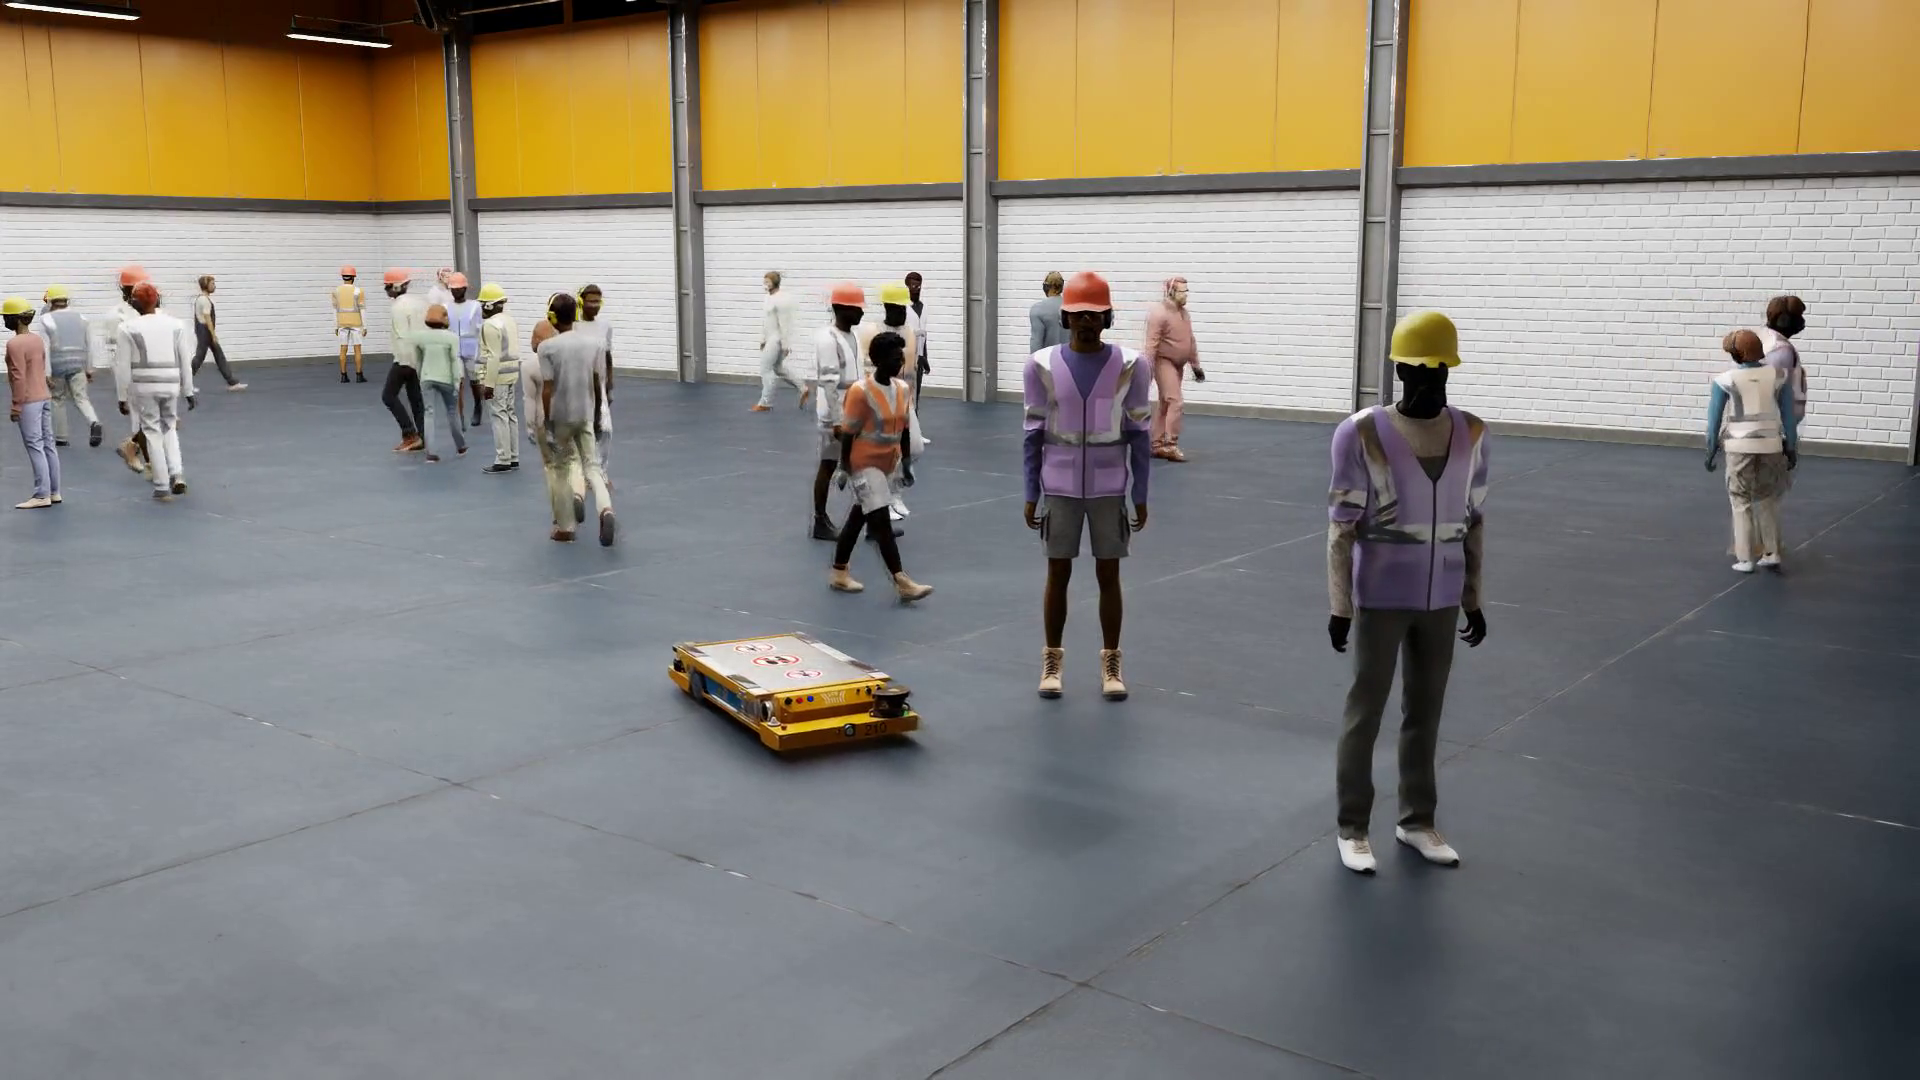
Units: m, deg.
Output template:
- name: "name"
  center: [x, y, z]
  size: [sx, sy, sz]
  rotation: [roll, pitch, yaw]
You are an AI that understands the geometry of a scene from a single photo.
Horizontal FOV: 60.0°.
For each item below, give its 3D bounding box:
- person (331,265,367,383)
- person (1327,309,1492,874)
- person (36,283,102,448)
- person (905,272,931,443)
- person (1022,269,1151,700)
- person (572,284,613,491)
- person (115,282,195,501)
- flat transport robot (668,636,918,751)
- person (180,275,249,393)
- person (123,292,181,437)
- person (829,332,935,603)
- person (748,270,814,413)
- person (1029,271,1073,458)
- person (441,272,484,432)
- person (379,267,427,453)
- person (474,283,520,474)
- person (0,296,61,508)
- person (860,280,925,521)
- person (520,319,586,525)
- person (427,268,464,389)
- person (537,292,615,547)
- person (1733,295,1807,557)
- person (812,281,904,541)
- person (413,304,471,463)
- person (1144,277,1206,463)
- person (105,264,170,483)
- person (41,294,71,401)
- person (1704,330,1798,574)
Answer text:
- name: "person"
  center: [-10.033, -3.548, 27.391]
  size: [0.541, 1.932, 0.382]
  rotation: [-1, 10, -4]
- name: "person"
  center: [1.541, 0.181, 5.682]
  size: [0.594, 1.924, 0.381]
  rotation: [-3, 10, -14]
- name: "person"
  center: [-9.620, -1.867, 17.969]
  size: [0.757, 1.809, 0.599]
  rotation: [7, 12, 35]
- name: "person"
  center: [-0.558, -2.009, 18.472]
  size: [0.389, 1.915, 0.587]
  rotation: [7, 12, 36]
- name: "person"
  center: [0.594, -0.248, 7.861]
  size: [0.607, 2.037, 0.394]
  rotation: [1, 10, 6]
- name: "person"
  center: [-3.315, -1.338, 14.778]
  size: [0.547, 1.842, 0.532]
  rotation: [-5, 11, -27]
- name: "person"
  center: [-6.893, -1.260, 14.227]
  size: [0.421, 1.870, 0.614]
  rotation: [8, 13, 41]
- name: "flat transport robot"
  center: [-0.808, 0.664, 7.682]
  size: [0.652, 0.197, 1.431]
  rotation: [-5, 11, -28]
- name: "person"
  center: [-11.493, -3.135, 25.393]
  size: [0.983, 1.795, 0.534]
  rotation: [-4, 10, -21]
- name: "person"
  center: [-8.943, -1.931, 18.311]
  size: [0.637, 1.820, 0.640]
  rotation: [7, 12, 34]
- name: "person"
  center: [-0.503, -0.448, 10.155]
  size: [0.843, 1.639, 0.531]
  rotation: [6, 11, 30]
- name: "person"
  center: [-2.403, -2.660, 22.290]
  size: [0.890, 1.909, 0.631]
  rotation: [-3, 10, -19]
- name: "person"
  center: [0.974, -1.806, 17.220]
  size: [0.629, 1.939, 0.372]
  rotation: [-6, 11, -31]
- name: "person"
  center: [-5.969, -2.273, 20.033]
  size: [0.549, 1.913, 0.893]
  rotation: [-1, 10, -5]
- name: "person"
  center: [-5.877, -1.890, 17.606]
  size: [0.476, 1.977, 0.641]
  rotation: [0, 10, 0]
- name: "person"
  center: [-4.462, -1.550, 16.034]
  size: [0.404, 1.830, 0.599]
  rotation: [1, 10, 4]
- name: "person"
  center: [-7.771, -1.144, 13.863]
  size: [0.330, 1.769, 0.526]
  rotation: [-1, 10, -5]
- name: "person"
  center: [-0.526, -1.093, 13.158]
  size: [0.612, 1.906, 0.437]
  rotation: [-9, 14, -44]
- name: "person"
  center: [-3.079, -0.881, 12.748]
  size: [0.529, 1.611, 0.503]
  rotation: [-4, 11, -24]
- name: "person"
  center: [-7.976, -3.267, 25.844]
  size: [0.401, 1.903, 0.643]
  rotation: [2, 10, 11]
- name: "person"
  center: [-2.762, -0.852, 11.973]
  size: [0.526, 1.840, 0.790]
  rotation: [-7, 12, -34]
- name: "person"
  center: [5.668, -0.777, 11.544]
  size: [0.518, 1.825, 0.659]
  rotation: [3, 10, 14]
- name: "person"
  center: [-0.757, -0.913, 12.084]
  size: [0.830, 1.906, 0.567]
  rotation: [5, 11, 26]
- name: "person"
  center: [-5.340, -1.618, 17.124]
  size: [0.503, 1.597, 0.818]
  rotation: [0, 10, 0]
- name: "person"
  center: [2.208, -1.731, 16.956]
  size: [0.708, 1.880, 0.679]
  rotation: [6, 11, 32]
- name: "person"
  center: [-7.602, -1.534, 15.399]
  size: [0.645, 2.023, 0.625]
  rotation: [3, 10, 20]
- name: "person"
  center: [-13.042, -2.823, 24.024]
  size: [0.508, 1.631, 0.264]
  rotation: [5, 11, 27]
- name: "person"
  center: [5.231, -0.575, 11.019]
  size: [0.567, 1.603, 0.370]
  rotation: [0, 10, 2]
